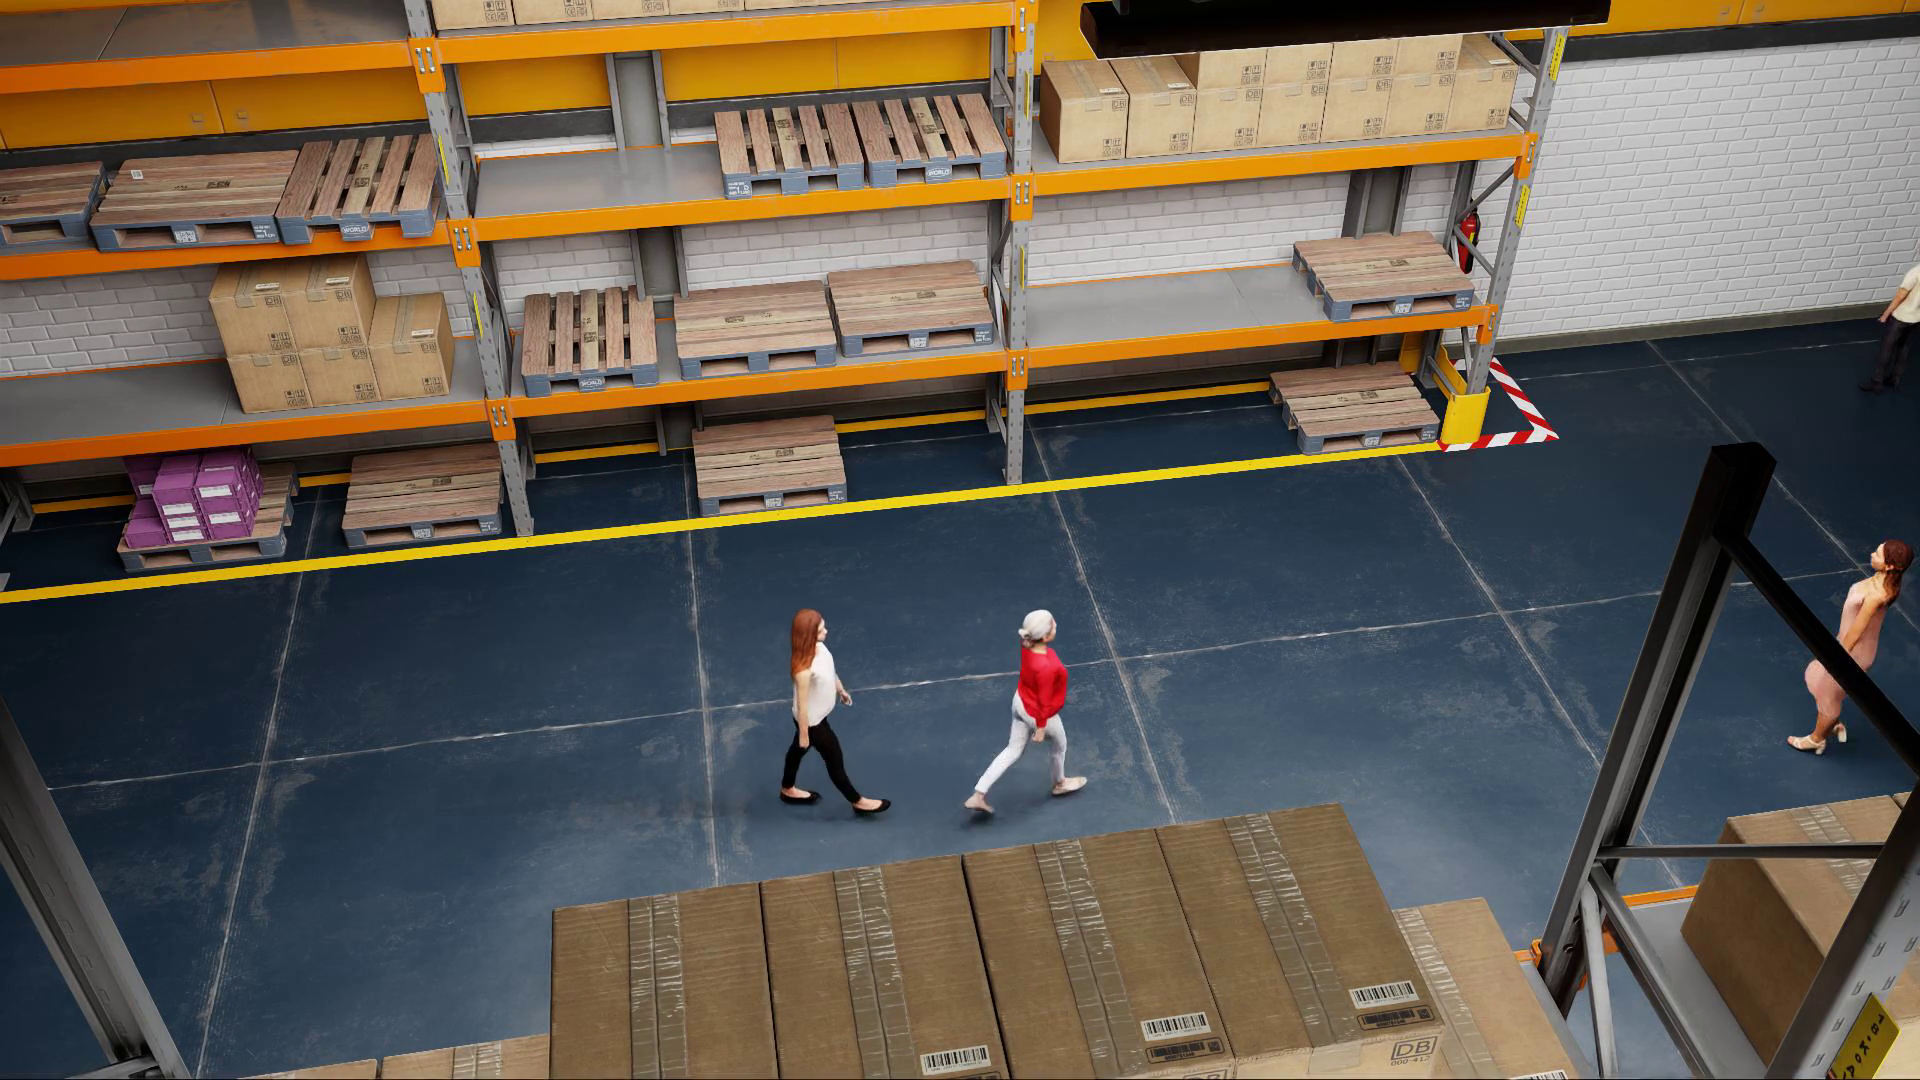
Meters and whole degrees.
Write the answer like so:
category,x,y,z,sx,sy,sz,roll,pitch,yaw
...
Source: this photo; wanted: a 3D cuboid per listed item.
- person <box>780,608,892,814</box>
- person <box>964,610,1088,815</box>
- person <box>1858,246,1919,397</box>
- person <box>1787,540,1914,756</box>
category,x,y,z,sx,sy,sz,roll,pitch,yaw
person,-1.019,1.099,10.551,1.027,1.690,0.730,0,39,1
person,0.394,1.135,10.531,1.169,1.658,0.750,-17,42,-20
person,8.257,-1.933,14.432,0.493,1.585,0.692,-11,40,-14
person,5.920,0.756,10.871,0.804,1.827,0.745,23,44,26
